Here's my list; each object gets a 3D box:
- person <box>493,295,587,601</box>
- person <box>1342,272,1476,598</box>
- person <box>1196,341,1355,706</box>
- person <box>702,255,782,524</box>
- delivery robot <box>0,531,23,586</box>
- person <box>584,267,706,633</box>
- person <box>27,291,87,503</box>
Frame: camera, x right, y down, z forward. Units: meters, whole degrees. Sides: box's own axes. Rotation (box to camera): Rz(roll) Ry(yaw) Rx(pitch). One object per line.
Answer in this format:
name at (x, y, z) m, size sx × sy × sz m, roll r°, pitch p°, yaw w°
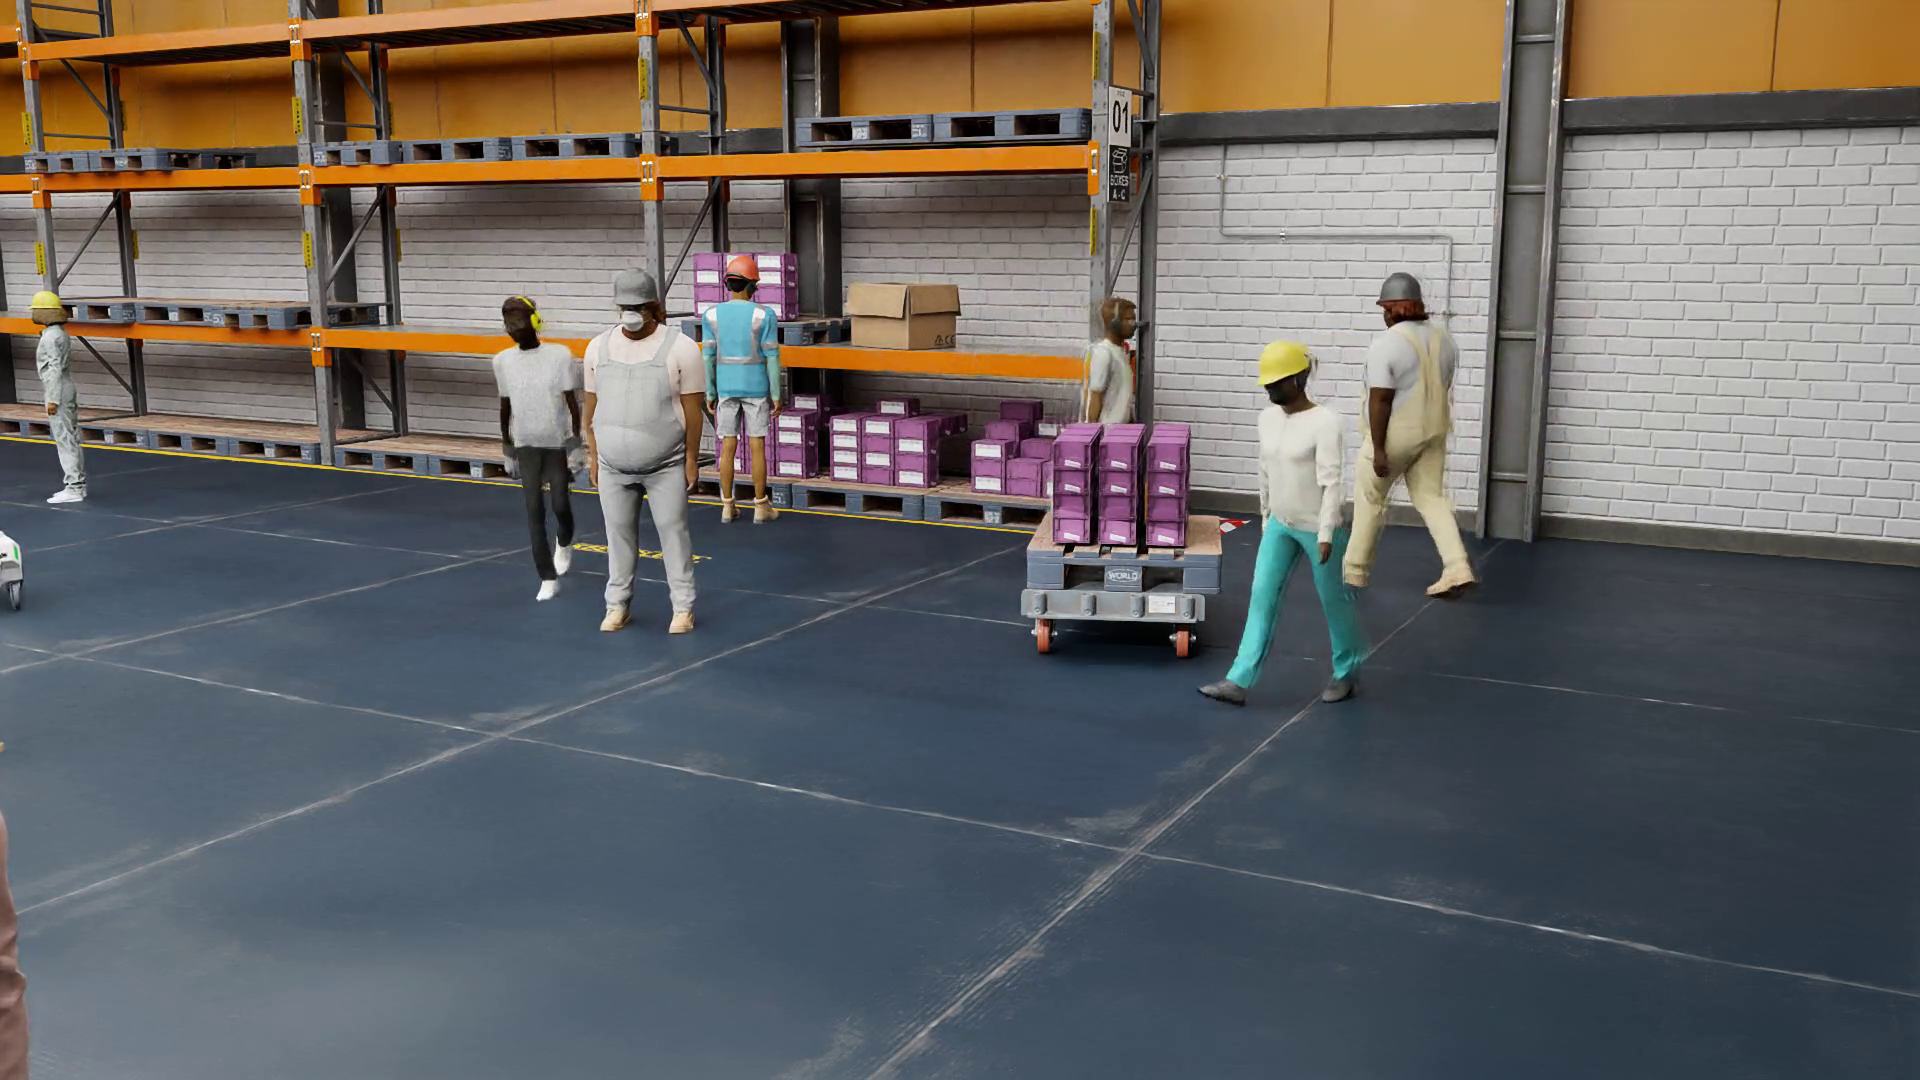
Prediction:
person at (-2.553, -0.583, 10.218) m, size 0.550 × 1.840 × 0.701 m, roll -1°, pitch 10°, yaw -4°
person at (2.767, -0.671, 10.149) m, size 0.691 × 2.000 × 0.991 m, roll -5°, pitch 12°, yaw -27°
person at (1.529, -0.057, 7.677) m, size 0.885 × 1.707 × 0.576 m, roll -8°, pitch 13°, yaw -36°
person at (-1.652, -1.143, 12.731) m, size 0.616 × 2.041 × 0.378 m, roll 2°, pitch 11°, yaw 12°
delivery robot at (-5.824, 0.078, 9.862) m, size 0.477 × 0.478 × 0.707 m, roll -9°, pitch 13°, yaw -39°
person at (-1.755, -0.489, 9.152) m, size 0.684 × 2.000 × 0.536 m, roll 1°, pitch 10°, yaw 8°
person at (-7.482, -1.182, 13.767) m, size 0.311 × 1.743 × 0.493 m, roll -3°, pitch 11°, yaw -17°
